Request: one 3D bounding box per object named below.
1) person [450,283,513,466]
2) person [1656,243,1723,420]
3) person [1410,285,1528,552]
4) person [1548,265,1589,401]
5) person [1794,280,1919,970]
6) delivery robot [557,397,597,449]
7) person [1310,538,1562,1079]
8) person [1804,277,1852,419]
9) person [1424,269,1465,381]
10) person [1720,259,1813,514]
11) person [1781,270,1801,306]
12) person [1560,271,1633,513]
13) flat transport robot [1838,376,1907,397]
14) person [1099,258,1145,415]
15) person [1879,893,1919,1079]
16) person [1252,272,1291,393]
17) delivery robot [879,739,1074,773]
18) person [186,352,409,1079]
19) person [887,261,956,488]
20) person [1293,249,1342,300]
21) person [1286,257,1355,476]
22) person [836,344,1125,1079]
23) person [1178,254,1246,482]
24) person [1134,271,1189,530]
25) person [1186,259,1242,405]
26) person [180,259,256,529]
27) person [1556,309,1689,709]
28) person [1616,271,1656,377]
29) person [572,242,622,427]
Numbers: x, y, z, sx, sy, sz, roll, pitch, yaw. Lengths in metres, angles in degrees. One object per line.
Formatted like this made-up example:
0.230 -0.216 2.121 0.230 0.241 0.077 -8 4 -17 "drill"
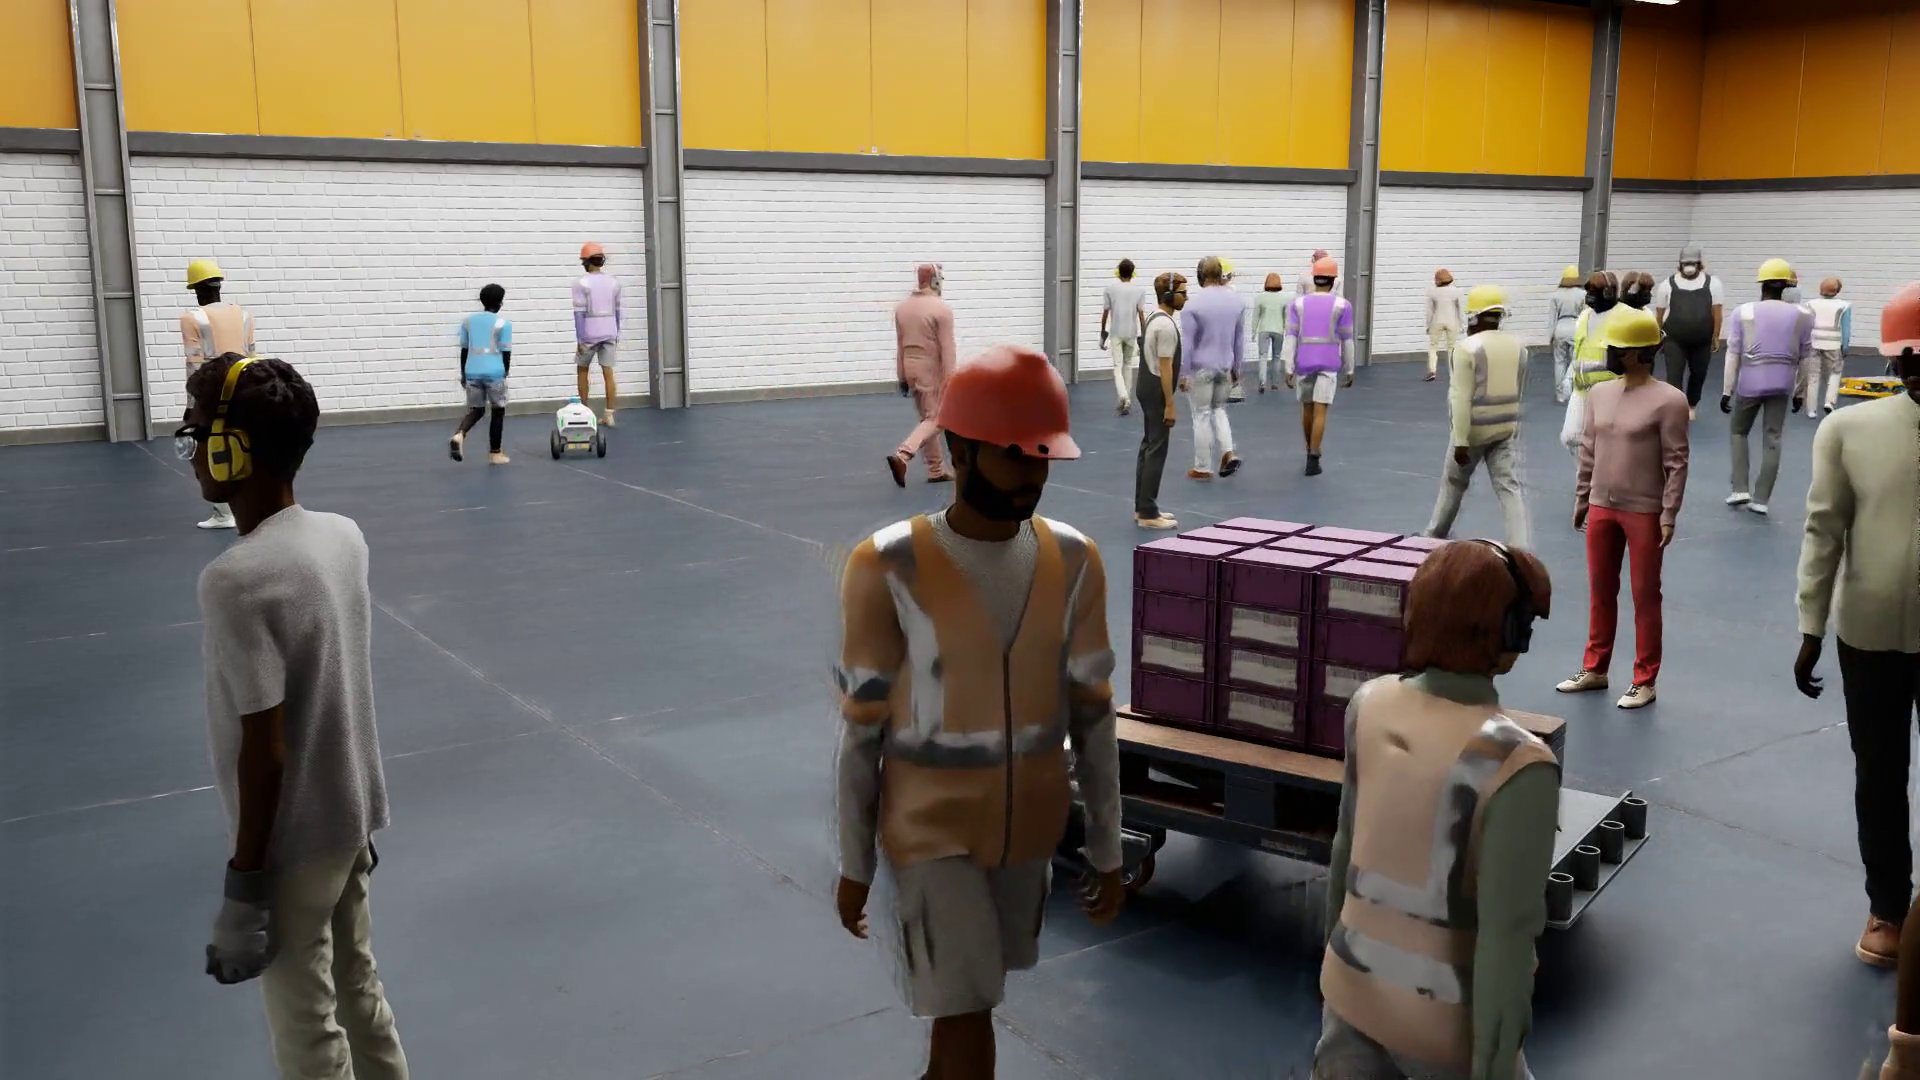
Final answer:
-4.301 -1.472 14.962 0.538 1.670 0.587 4 11 19 "person"
8.091 -2.304 18.502 0.679 2.000 0.894 3 11 16 "person"
3.250 -0.690 10.371 0.607 1.776 0.985 -5 11 -24 "person"
7.629 -2.585 20.879 0.503 1.727 0.520 6 12 29 "person"
2.673 0.265 4.640 0.615 1.962 0.531 7 13 35 "person"
-3.650 -1.118 15.821 0.477 0.478 0.707 -3 11 -15 "delivery robot"
0.723 0.790 2.774 0.832 1.593 0.556 -5 11 -25 "person"
9.876 -2.188 19.003 0.528 1.627 0.358 8 13 36 "person"
6.975 -3.072 23.897 0.560 1.626 0.410 2 11 13 "person"
6.074 -1.163 12.598 0.623 1.905 0.610 2 11 12 "person"
11.865 -3.092 24.012 0.745 1.606 0.510 -4 11 -22 "person"
4.821 -1.103 12.513 0.445 1.824 0.631 -5 11 -25 "person"
12.218 -2.019 21.794 1.431 0.197 0.652 -4 11 -23 "flat transport robot"
1.919 -2.382 19.527 0.519 1.837 0.840 -1 10 -7 "person"
2.601 0.395 3.807 0.890 1.999 0.608 -1 10 -4 "person"
4.172 -2.780 22.303 0.515 1.612 0.727 2 10 9 "person"
0.046 0.741 5.627 0.707 0.478 0.477 9 14 41 "delivery robot"
-1.258 0.585 3.137 0.330 1.872 0.512 1 10 4 "person"
-0.312 -1.364 13.815 0.817 1.883 0.650 -9 14 -41 "person"
5.105 -3.211 23.867 0.663 1.898 0.467 -2 10 -10 "person"
3.217 -1.549 14.768 0.568 1.886 0.959 5 12 26 "person"
0.064 0.567 3.214 0.552 1.873 1.022 -4 11 -23 "person"
2.098 -1.436 14.048 0.649 1.929 0.442 -5 12 -27 "person"
1.438 -0.992 11.887 0.360 1.835 0.504 0 10 0 "person"
3.148 -2.559 20.564 0.790 1.803 0.597 0 10 2 "person"
-5.283 -1.031 11.861 0.380 1.919 0.585 5 11 26 "person"
2.946 -0.137 7.382 0.318 1.766 0.533 -6 12 -30 "person"
5.318 -1.245 13.334 0.667 1.801 0.489 -3 11 -18 "person"
-4.042 -2.258 18.318 0.623 2.020 0.755 -8 13 -37 "person"
